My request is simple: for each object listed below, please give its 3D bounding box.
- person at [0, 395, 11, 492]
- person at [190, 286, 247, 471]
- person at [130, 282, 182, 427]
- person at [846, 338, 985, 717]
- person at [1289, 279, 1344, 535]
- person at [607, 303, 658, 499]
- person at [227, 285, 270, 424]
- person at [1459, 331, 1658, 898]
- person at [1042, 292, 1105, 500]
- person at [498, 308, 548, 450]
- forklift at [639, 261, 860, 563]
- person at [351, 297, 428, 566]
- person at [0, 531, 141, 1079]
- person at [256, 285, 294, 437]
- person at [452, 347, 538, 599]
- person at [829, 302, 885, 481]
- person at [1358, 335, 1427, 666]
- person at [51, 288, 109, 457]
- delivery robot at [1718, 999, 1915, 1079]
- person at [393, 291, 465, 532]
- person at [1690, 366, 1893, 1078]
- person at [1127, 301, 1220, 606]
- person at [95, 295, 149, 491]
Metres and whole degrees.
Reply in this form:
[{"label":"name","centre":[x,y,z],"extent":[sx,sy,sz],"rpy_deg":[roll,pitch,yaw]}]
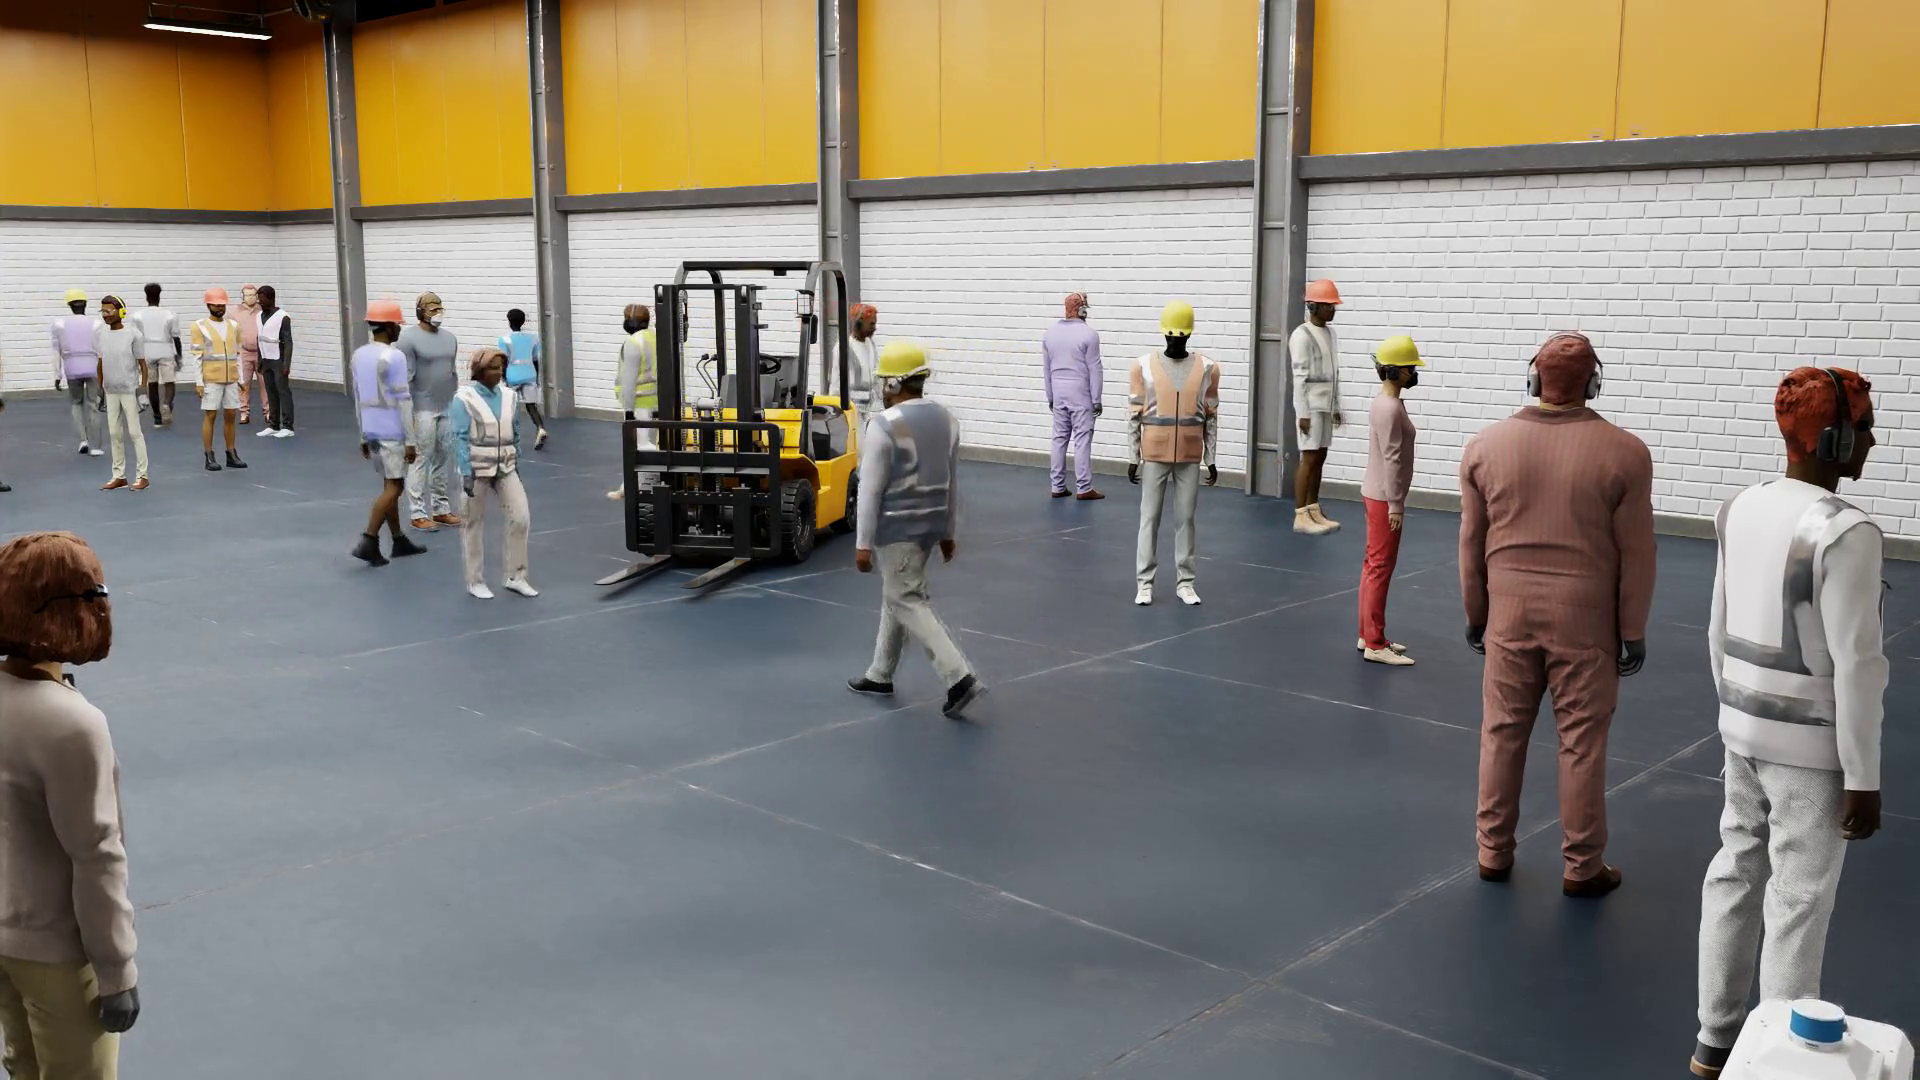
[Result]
[{"label":"person","centre":[-9.266,-1.392,15.663],"extent":[0.357,1.938,0.542],"rpy_deg":[3,10,20]},{"label":"person","centre":[-7.803,-1.704,17.572],"extent":[0.376,1.935,0.550],"rpy_deg":[7,12,37]},{"label":"person","centre":[-10.677,-2.447,22.113],"extent":[0.608,1.950,0.661],"rpy_deg":[-4,10,-21]},{"label":"person","centre":[-0.221,-0.061,7.939],"extent":[0.881,1.799,0.603],"rpy_deg":[7,12,37]},{"label":"person","centre":[2.880,-1.067,13.363],"extent":[0.398,2.042,0.606],"rpy_deg":[7,12,37]},{"label":"person","centre":[-2.853,-1.241,15.125],"extent":[0.797,1.821,0.624],"rpy_deg":[2,9,11]},{"label":"person","centre":[-9.679,-2.538,22.788],"extent":[0.654,1.904,0.407],"rpy_deg":[-4,10,-24]},{"label":"person","centre":[2.025,0.253,5.659],"extent":[0.641,1.913,0.407],"rpy_deg":[6,11,34]},{"label":"person","centre":[1.067,-1.319,15.309],"extent":[0.643,1.908,0.408],"rpy_deg":[8,12,41]},{"label":"person","centre":[-5.125,-1.882,19.493],"extent":[0.537,1.670,0.777],"rpy_deg":[-8,12,-40]},{"label":"forklift","centre":[-1.552,-1.040,12.721],"extent":[1.214,2.155,2.313],"rpy_deg":[2,9,11]},{"label":"person","centre":[-4.171,-0.777,12.015],"extent":[0.558,1.947,0.625],"rpy_deg":[7,11,36]},{"label":"person","centre":[-1.758,0.789,3.252],"extent":[0.494,1.624,0.279],"rpy_deg":[7,12,38]},{"label":"person","centre":[-8.662,-2.256,21.037],"extent":[0.587,1.913,0.393],"rpy_deg":[6,11,31]},{"label":"person","centre":[-2.966,-0.408,10.602],"extent":[0.604,1.618,0.534],"rpy_deg":[8,12,40]},{"label":"person","centre":[-0.929,-1.109,14.251],"extent":[0.929,1.846,0.605],"rpy_deg":[4,10,22]},{"label":"person","centre":[2.327,-0.217,8.984],"extent":[0.313,1.769,0.525],"rpy_deg":[1,9,8]},{"label":"person","centre":[-9.930,-1.899,18.877],"extent":[0.623,1.898,0.581],"rpy_deg":[-4,10,-23]},{"label":"delivery robot","centre":[1.814,1.226,3.553],"extent":[0.477,0.478,0.707],"rpy_deg":[6,11,34]},{"label":"person","centre":[-4.290,-1.040,13.501],"extent":[0.353,1.937,0.635],"rpy_deg":[5,10,26]},{"label":"person","centre":[2.088,0.513,4.154],"extent":[0.355,1.883,0.575],"rpy_deg":[-1,9,-9]},{"label":"person","centre":[1.346,-0.537,10.487],"extent":[0.585,1.917,0.382],"rpy_deg":[0,9,-2]},{"label":"person","centre":[-8.034,-1.401,15.925],"extent":[0.538,1.869,0.313],"rpy_deg":[1,9,8]}]
